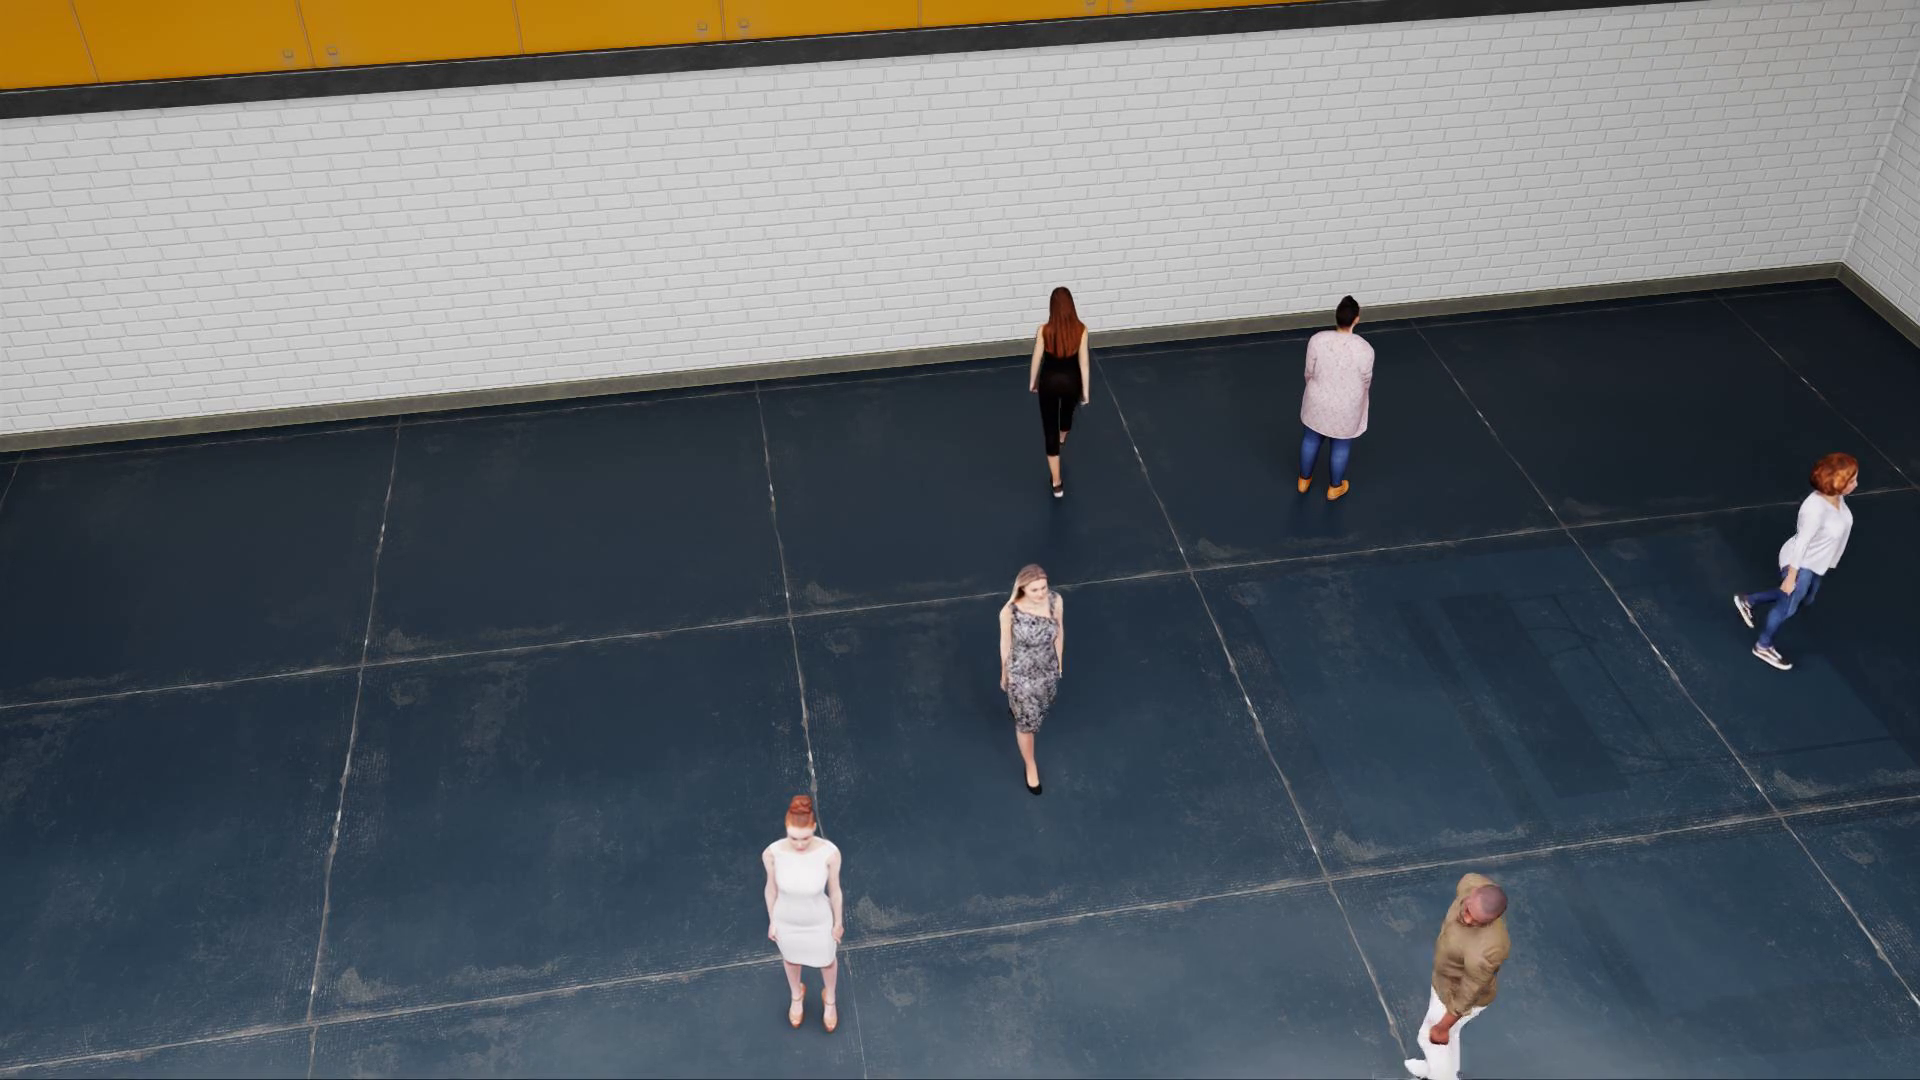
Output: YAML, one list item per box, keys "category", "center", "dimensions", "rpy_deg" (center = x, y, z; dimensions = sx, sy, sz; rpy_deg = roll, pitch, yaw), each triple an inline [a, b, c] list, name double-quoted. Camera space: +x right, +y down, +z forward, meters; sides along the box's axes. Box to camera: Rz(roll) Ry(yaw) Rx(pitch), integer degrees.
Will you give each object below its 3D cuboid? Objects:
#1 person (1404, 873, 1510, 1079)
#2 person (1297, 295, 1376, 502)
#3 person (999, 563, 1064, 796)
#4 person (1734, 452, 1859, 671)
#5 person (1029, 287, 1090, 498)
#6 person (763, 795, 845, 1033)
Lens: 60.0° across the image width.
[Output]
- category: "person"
  center: [2.525, 2.242, 8.479]
  dimensions: [0.892, 1.810, 0.694]
  rpy_deg: [19, 42, 22]
- category: "person"
  center: [2.855, -1.085, 12.696]
  dimensions: [0.799, 1.746, 0.837]
  rpy_deg: [19, 42, 22]
- category: "person"
  center: [0.415, 0.770, 10.426]
  dimensions: [0.675, 1.681, 1.020]
  rpy_deg: [-12, 40, -14]
- category: "person"
  center: [5.617, 0.099, 11.255]
  dimensions: [0.841, 1.695, 0.927]
  rpy_deg: [-29, 47, -31]
- category: "person"
  center: [0.765, -1.109, 12.771]
  dimensions: [0.690, 1.690, 1.138]
  rpy_deg: [-2, 39, -2]
- category: "person"
  center: [-0.813, 1.993, 8.804]
  dimensions: [0.595, 1.794, 0.551]
  rpy_deg: [1, 39, 2]
